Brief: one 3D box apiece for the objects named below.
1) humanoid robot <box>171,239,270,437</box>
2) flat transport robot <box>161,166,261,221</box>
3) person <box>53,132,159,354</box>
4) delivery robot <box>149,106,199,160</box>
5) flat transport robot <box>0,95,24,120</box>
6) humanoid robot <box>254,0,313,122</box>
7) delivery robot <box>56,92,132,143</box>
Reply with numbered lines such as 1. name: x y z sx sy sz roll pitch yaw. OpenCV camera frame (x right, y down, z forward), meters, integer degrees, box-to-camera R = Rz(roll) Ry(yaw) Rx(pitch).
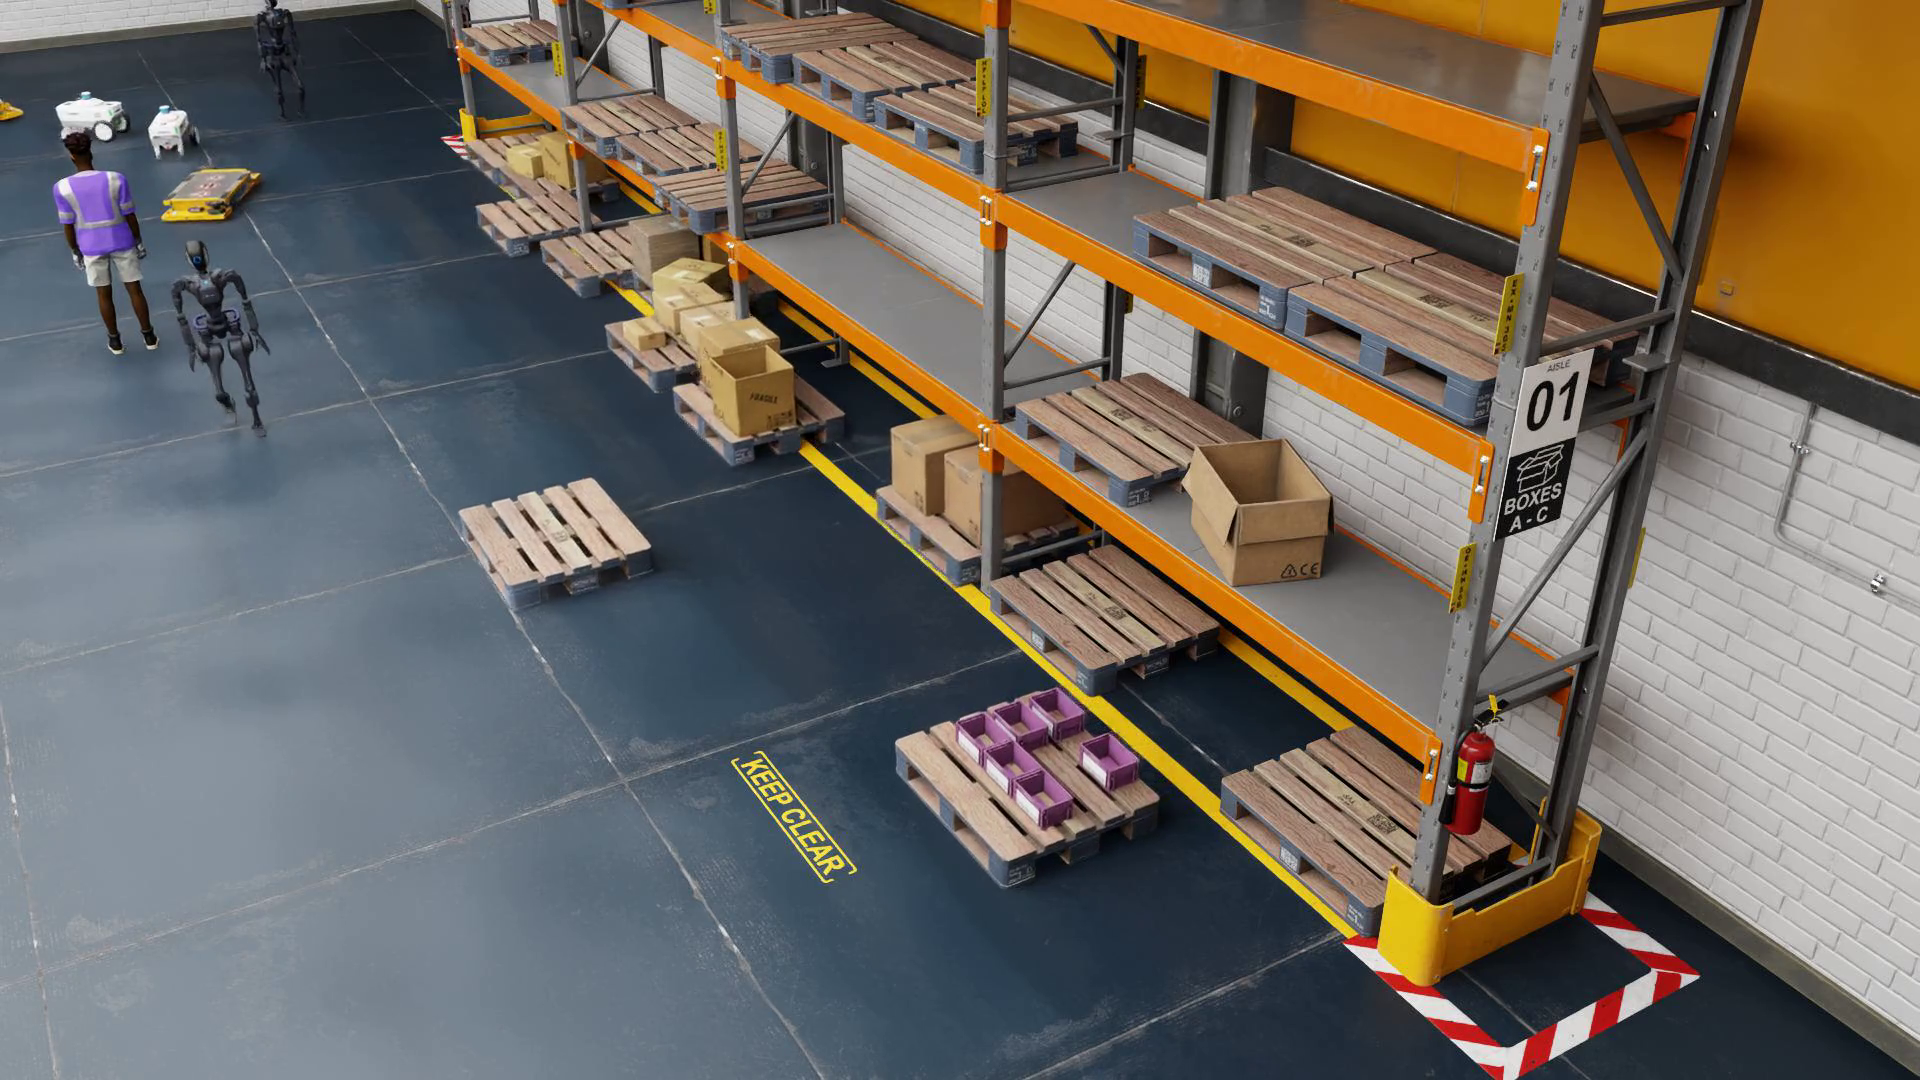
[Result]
1. humanoid robot: -5.750 -1.591 13.010 0.602 1.645 0.413 -11 31 -19
2. flat transport robot: -8.281 -3.839 18.408 0.659 0.231 1.431 -3 30 -5
3. person: -7.421 -2.566 14.452 0.602 1.958 0.377 -14 32 -23
4. delivery robot: -9.515 -4.925 20.045 0.499 0.603 0.803 -7 30 -12
5. flat transport robot: -12.787 -5.379 21.128 0.659 0.231 1.431 21 36 32
6. humanoid robot: -8.577 -6.107 20.982 0.455 1.646 0.610 21 36 32
7. delivery robot: -10.723 -5.227 20.584 0.799 0.608 0.499 1 30 1
